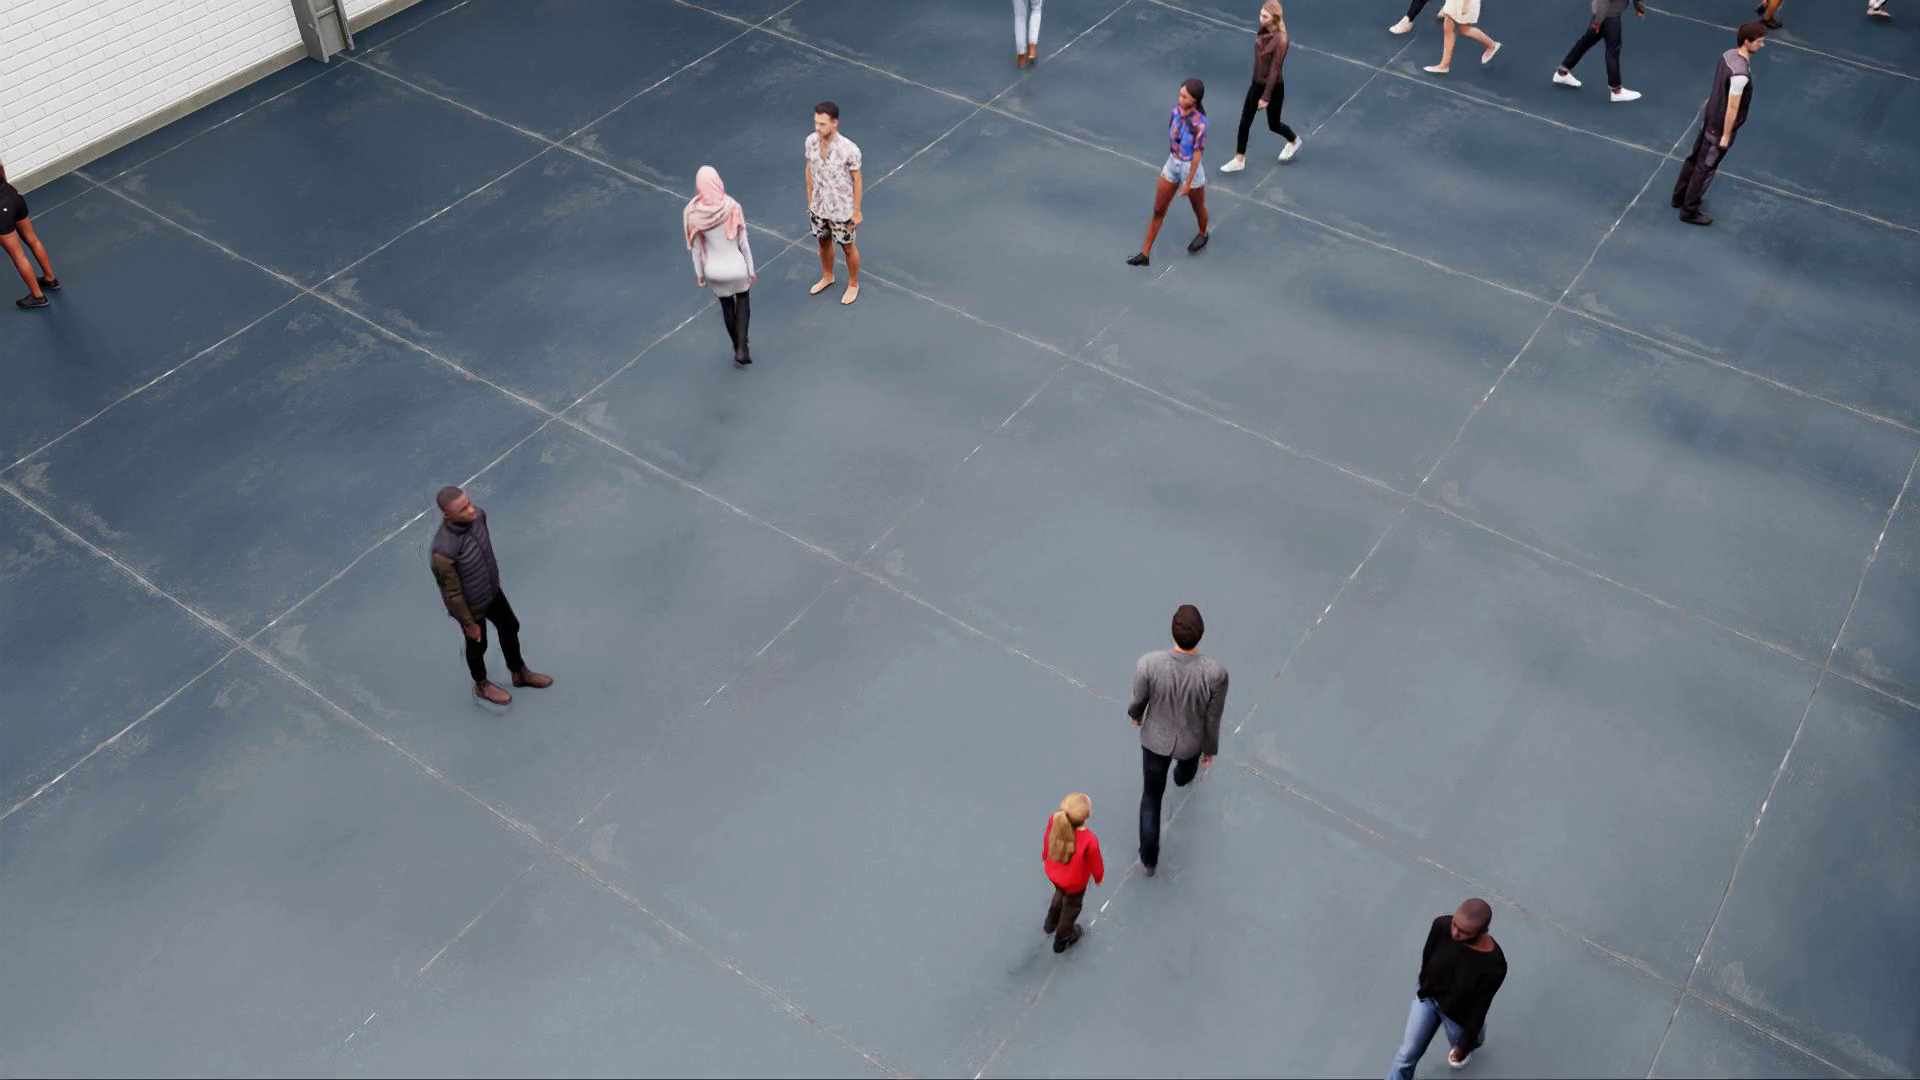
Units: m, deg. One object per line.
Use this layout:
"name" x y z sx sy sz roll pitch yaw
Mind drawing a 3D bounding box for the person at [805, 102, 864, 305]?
"person" -1.039 -2.815 13.799 0.690 1.814 0.577 21 47 21

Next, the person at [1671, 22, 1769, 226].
"person" 6.708 -3.697 14.699 0.793 1.848 0.679 4 44 4

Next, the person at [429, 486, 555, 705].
"person" -3.092 0.339 10.477 0.882 1.829 0.781 12 45 12

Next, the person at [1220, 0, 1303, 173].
"person" 2.906 -4.158 15.312 1.139 1.671 0.903 -20 47 -20

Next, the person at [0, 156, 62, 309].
"person" -7.922 -2.738 13.771 0.732 1.741 0.627 2 44 2

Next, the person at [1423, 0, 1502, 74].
"person" 5.159 -5.469 16.680 0.964 1.681 0.990 -1 44 -1

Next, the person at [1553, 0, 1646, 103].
"person" 6.291 -5.216 16.358 0.885 1.760 1.095 19 47 19

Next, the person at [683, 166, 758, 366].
"person" -1.846 -2.054 13.022 0.864 1.784 0.924 -1 44 -1

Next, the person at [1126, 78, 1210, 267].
"person" 1.992 -3.138 14.228 1.206 1.688 0.771 -32 52 -29

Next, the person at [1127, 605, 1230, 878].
"person" 1.226 1.208 9.579 1.061 1.809 1.309 5 44 6

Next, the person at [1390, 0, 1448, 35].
"person" 5.073 -6.203 17.391 1.286 1.765 1.034 -19 47 -19

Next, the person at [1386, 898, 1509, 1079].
"person" 2.545 2.337 8.459 1.165 1.720 0.739 -34 53 -30

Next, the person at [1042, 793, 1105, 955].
"person" 0.570 1.881 9.260 0.544 1.275 0.537 -33 52 -29
